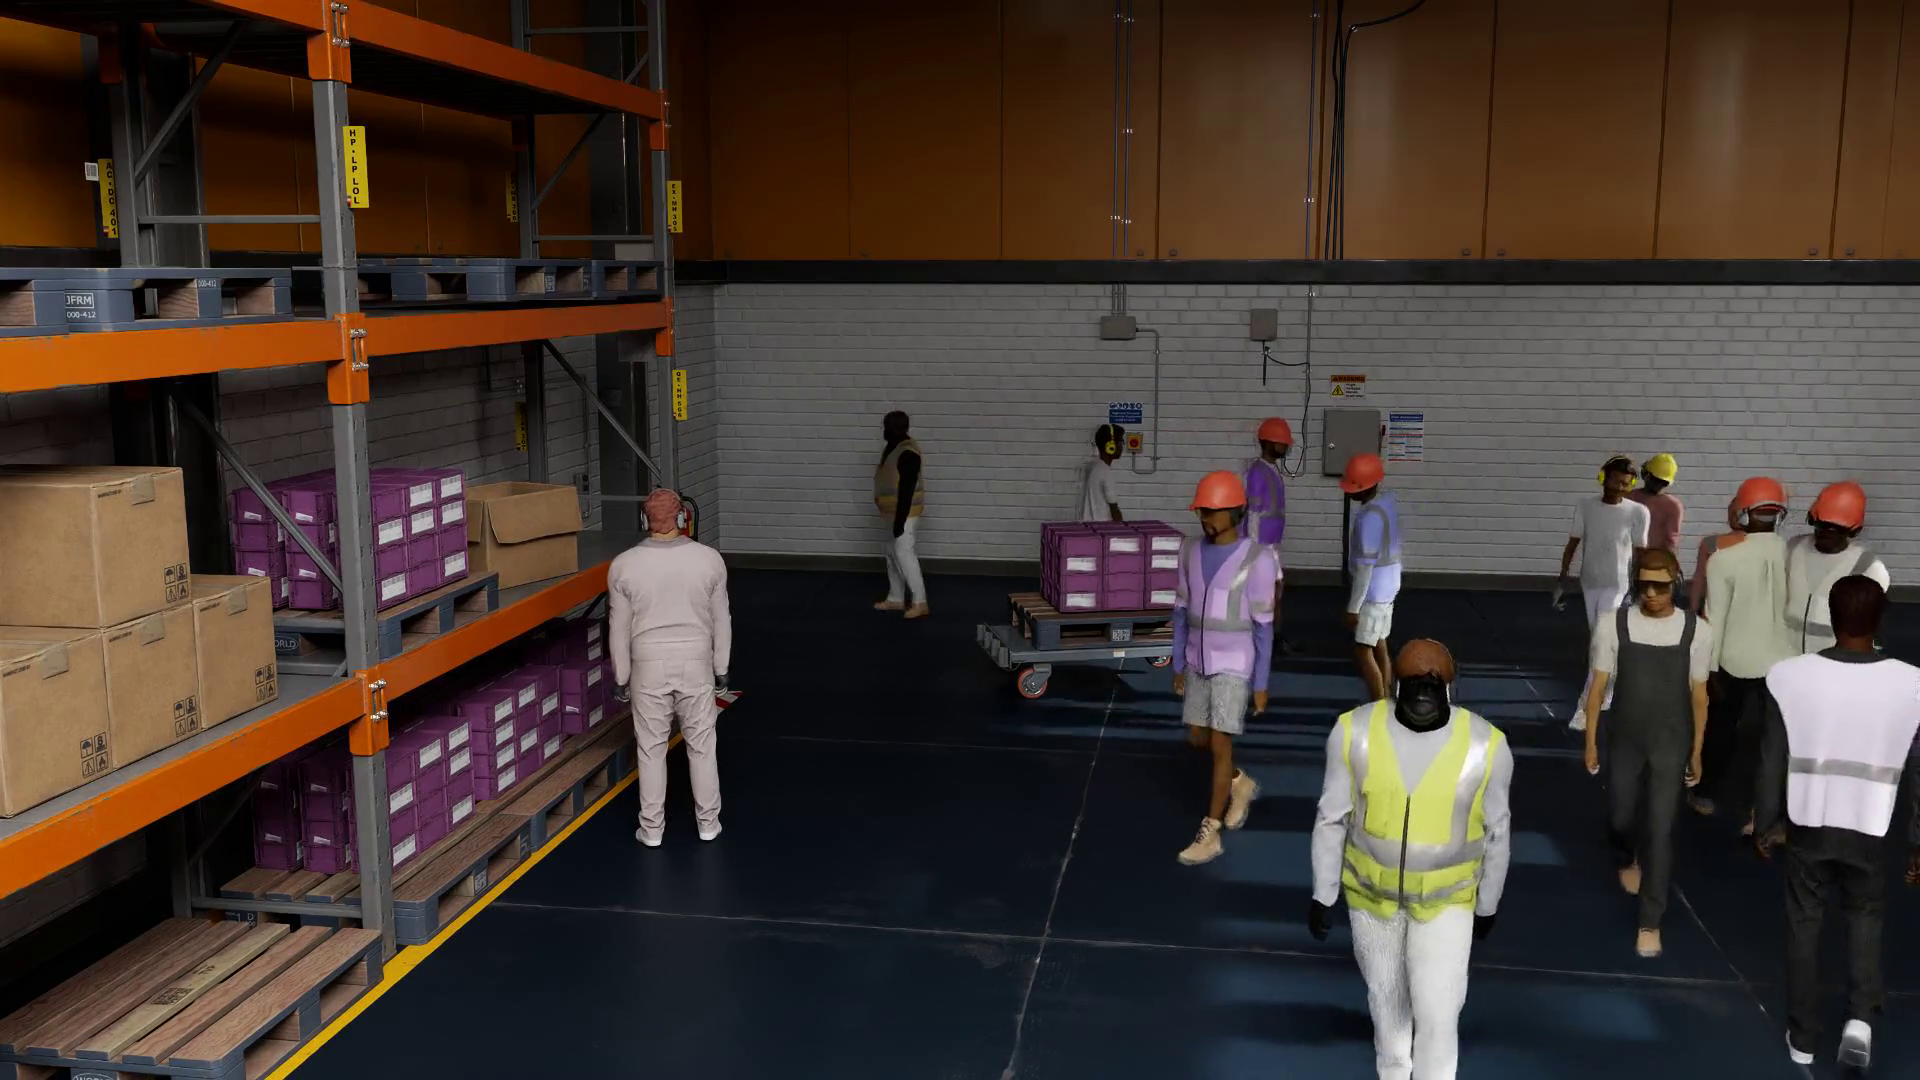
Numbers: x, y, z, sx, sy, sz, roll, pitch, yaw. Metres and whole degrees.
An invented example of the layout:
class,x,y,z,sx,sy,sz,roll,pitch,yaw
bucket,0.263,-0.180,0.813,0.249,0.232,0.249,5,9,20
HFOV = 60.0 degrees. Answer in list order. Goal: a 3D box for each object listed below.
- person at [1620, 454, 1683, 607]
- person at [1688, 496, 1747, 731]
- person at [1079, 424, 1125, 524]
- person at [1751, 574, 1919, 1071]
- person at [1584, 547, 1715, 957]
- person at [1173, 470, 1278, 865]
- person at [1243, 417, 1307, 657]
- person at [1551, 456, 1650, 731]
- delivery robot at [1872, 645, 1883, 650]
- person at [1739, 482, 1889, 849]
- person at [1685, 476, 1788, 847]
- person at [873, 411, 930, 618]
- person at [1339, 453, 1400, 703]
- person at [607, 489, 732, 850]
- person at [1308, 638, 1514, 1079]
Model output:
class,x,y,z,sx,sy,sz,roll,pitch,yaw
person,5.014,0.207,12.232,0.342,1.720,0.567,-6,11,-32
person,4.973,0.512,10.704,0.525,1.603,0.803,4,10,24
person,1.193,0.011,13.051,0.785,1.835,0.499,-1,9,-9
person,3.319,1.083,6.264,0.602,1.897,0.492,4,10,21
person,3.139,0.909,7.613,0.512,1.827,0.754,4,10,23
person,1.389,0.637,8.668,0.711,2.046,0.631,-8,12,-41
person,2.311,-0.029,13.100,0.821,1.909,0.548,4,10,21
person,4.358,0.325,11.220,0.934,1.826,0.535,-9,13,-43
delivery robot,6.016,0.939,10.985,0.707,0.478,0.477,5,10,26
person,4.434,0.657,8.669,1.022,1.964,0.688,-5,11,-30
person,4.290,0.639,8.910,0.625,1.954,0.998,1,9,5
person,-0.534,-0.225,14.627,0.451,1.819,0.685,-3,10,-17
person,2.678,0.350,10.853,0.371,1.887,0.683,4,10,24
person,-1.523,0.677,8.754,0.639,1.902,0.406,-2,10,-15
person,1.487,1.237,5.592,0.633,1.807,0.885,4,10,24
